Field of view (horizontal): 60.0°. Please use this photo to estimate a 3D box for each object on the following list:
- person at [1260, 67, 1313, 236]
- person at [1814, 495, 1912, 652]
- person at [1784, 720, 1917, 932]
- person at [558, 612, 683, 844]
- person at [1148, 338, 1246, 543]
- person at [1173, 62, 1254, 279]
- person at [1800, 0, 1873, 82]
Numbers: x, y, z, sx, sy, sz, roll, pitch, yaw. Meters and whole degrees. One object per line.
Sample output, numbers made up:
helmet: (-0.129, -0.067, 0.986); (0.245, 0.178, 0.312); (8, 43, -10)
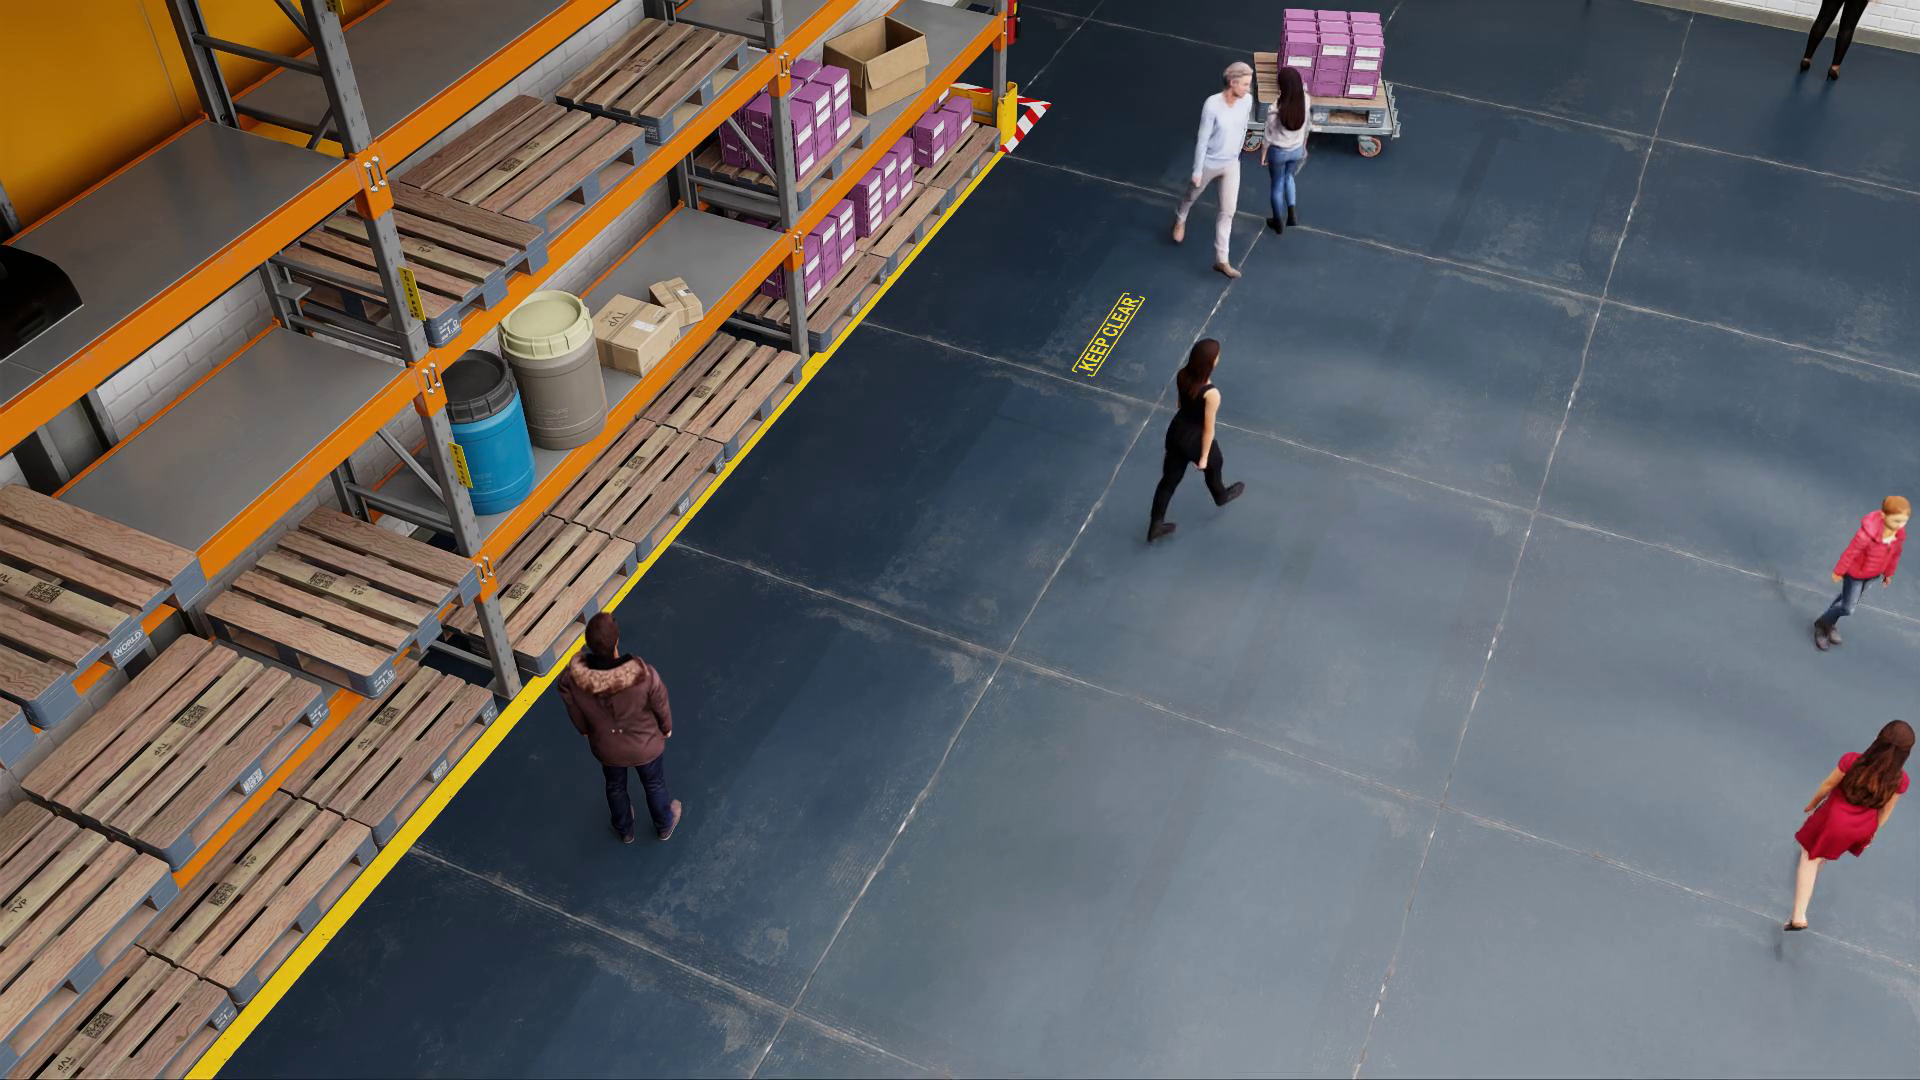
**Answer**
person: (2.889, -3.350, 14.552); (0.760, 1.614, 0.828); (-16, 46, -16)
person: (5.980, 0.161, 11.089); (0.601, 1.308, 0.654); (-11, 45, -11)
person: (4.991, 1.623, 9.400); (0.576, 1.521, 1.001); (15, 46, 15)
person: (-1.954, 1.125, 9.688); (0.867, 1.846, 0.861); (-1, 44, -1)
person: (1.564, -0.652, 11.694); (1.185, 1.650, 0.944); (-27, 50, -26)
person: (2.155, -3.257, 14.294); (1.249, 1.835, 1.308); (-12, 45, -12)
person: (8.897, -5.503, 16.648); (0.717, 1.842, 0.699); (32, 52, 29)
